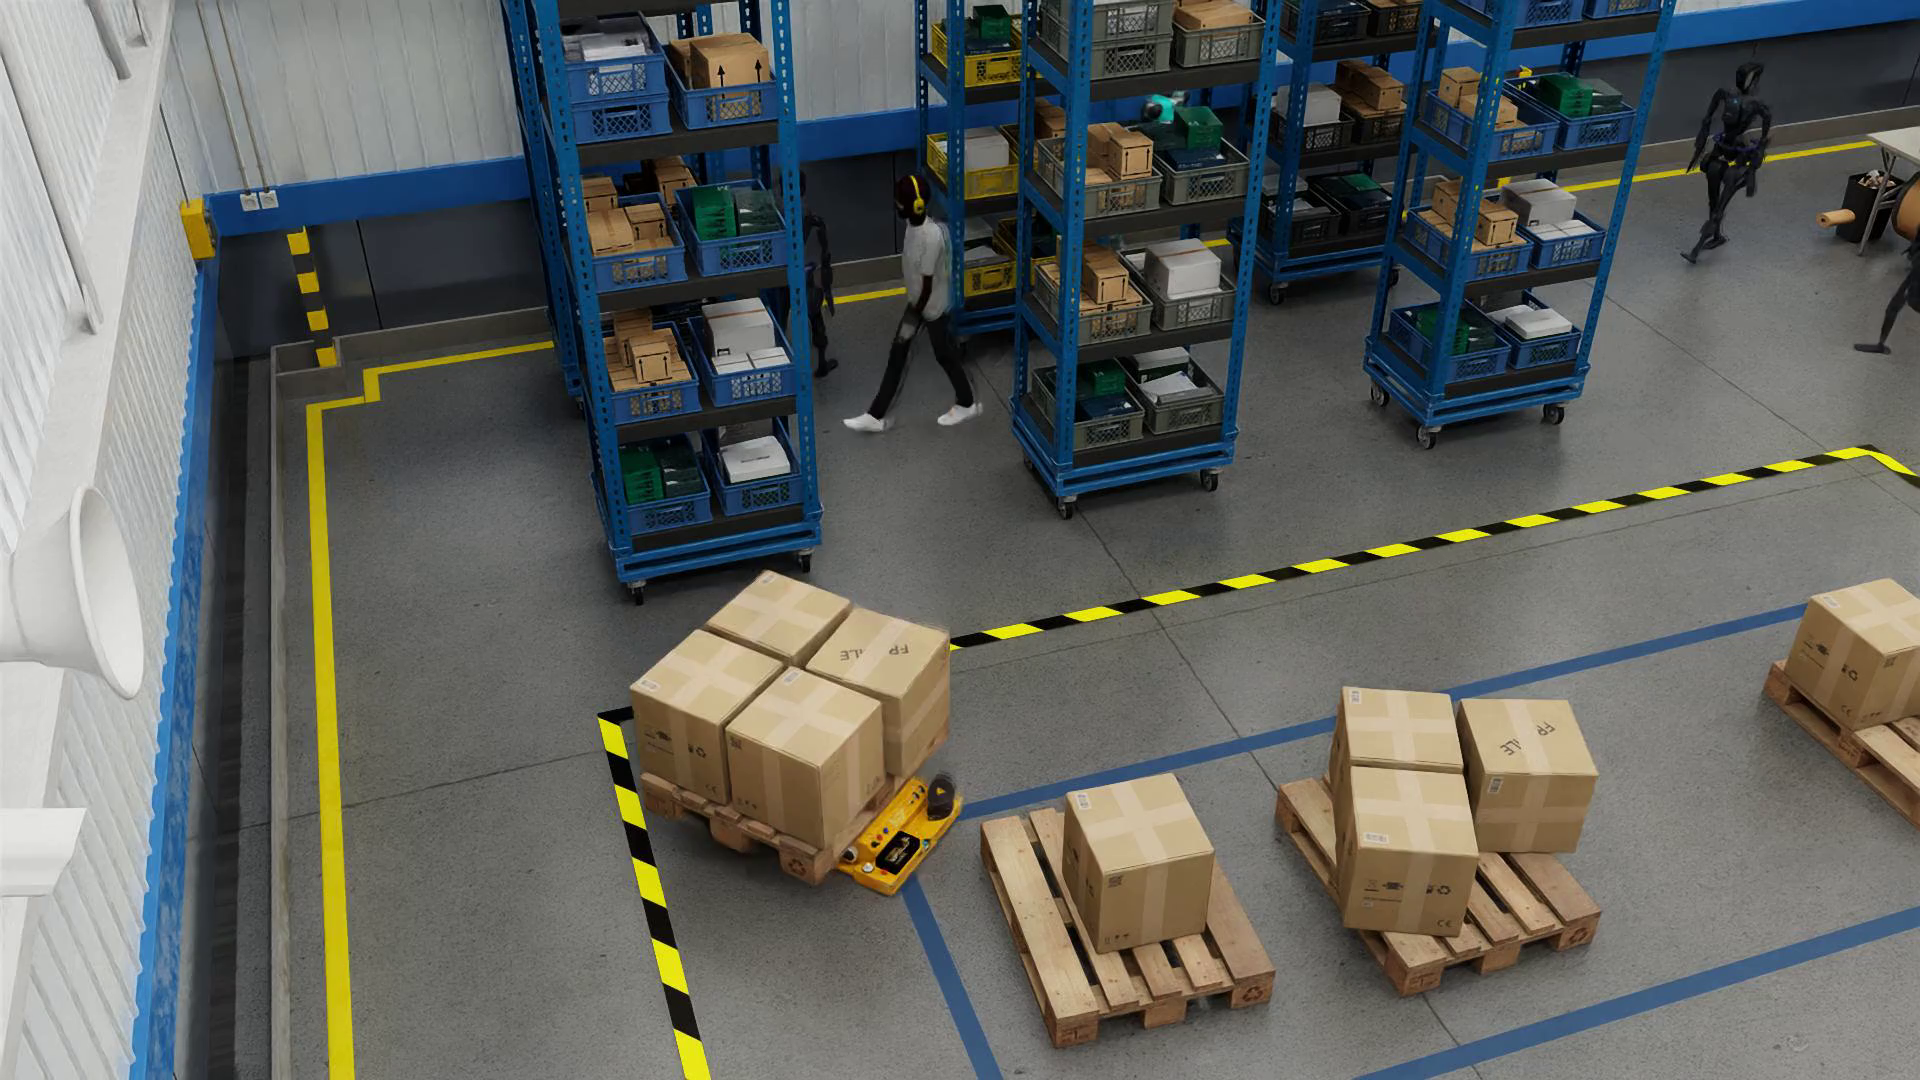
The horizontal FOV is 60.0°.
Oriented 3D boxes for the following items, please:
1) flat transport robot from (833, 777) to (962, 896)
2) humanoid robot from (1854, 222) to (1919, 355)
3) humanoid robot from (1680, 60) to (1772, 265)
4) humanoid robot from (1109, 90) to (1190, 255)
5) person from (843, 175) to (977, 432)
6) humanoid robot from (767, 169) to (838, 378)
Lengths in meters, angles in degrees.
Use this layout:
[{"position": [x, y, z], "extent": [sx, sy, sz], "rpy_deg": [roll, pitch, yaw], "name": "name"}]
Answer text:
[{"position": [-0.770, 1.232, 8.285], "extent": [1.431, 0.197, 0.652], "rpy_deg": [19, 39, 25], "name": "flat transport robot"}, {"position": [6.928, -2.036, 11.744], "extent": [0.671, 1.632, 0.608], "rpy_deg": [12, 37, 16], "name": "humanoid robot"}, {"position": [6.018, -2.977, 13.085], "extent": [0.793, 1.623, 0.610], "rpy_deg": [-22, 41, -28], "name": "humanoid robot"}, {"position": [1.285, -2.754, 12.703], "extent": [0.795, 1.790, 0.549], "rpy_deg": [24, 42, 30], "name": "humanoid robot"}, {"position": [-0.297, -1.504, 10.848], "extent": [0.959, 1.815, 0.496], "rpy_deg": [-16, 38, -21], "name": "person"}, {"position": [-1.151, -1.757, 11.379], "extent": [0.596, 1.642, 0.780], "rpy_deg": [16, 38, 21], "name": "humanoid robot"}]
